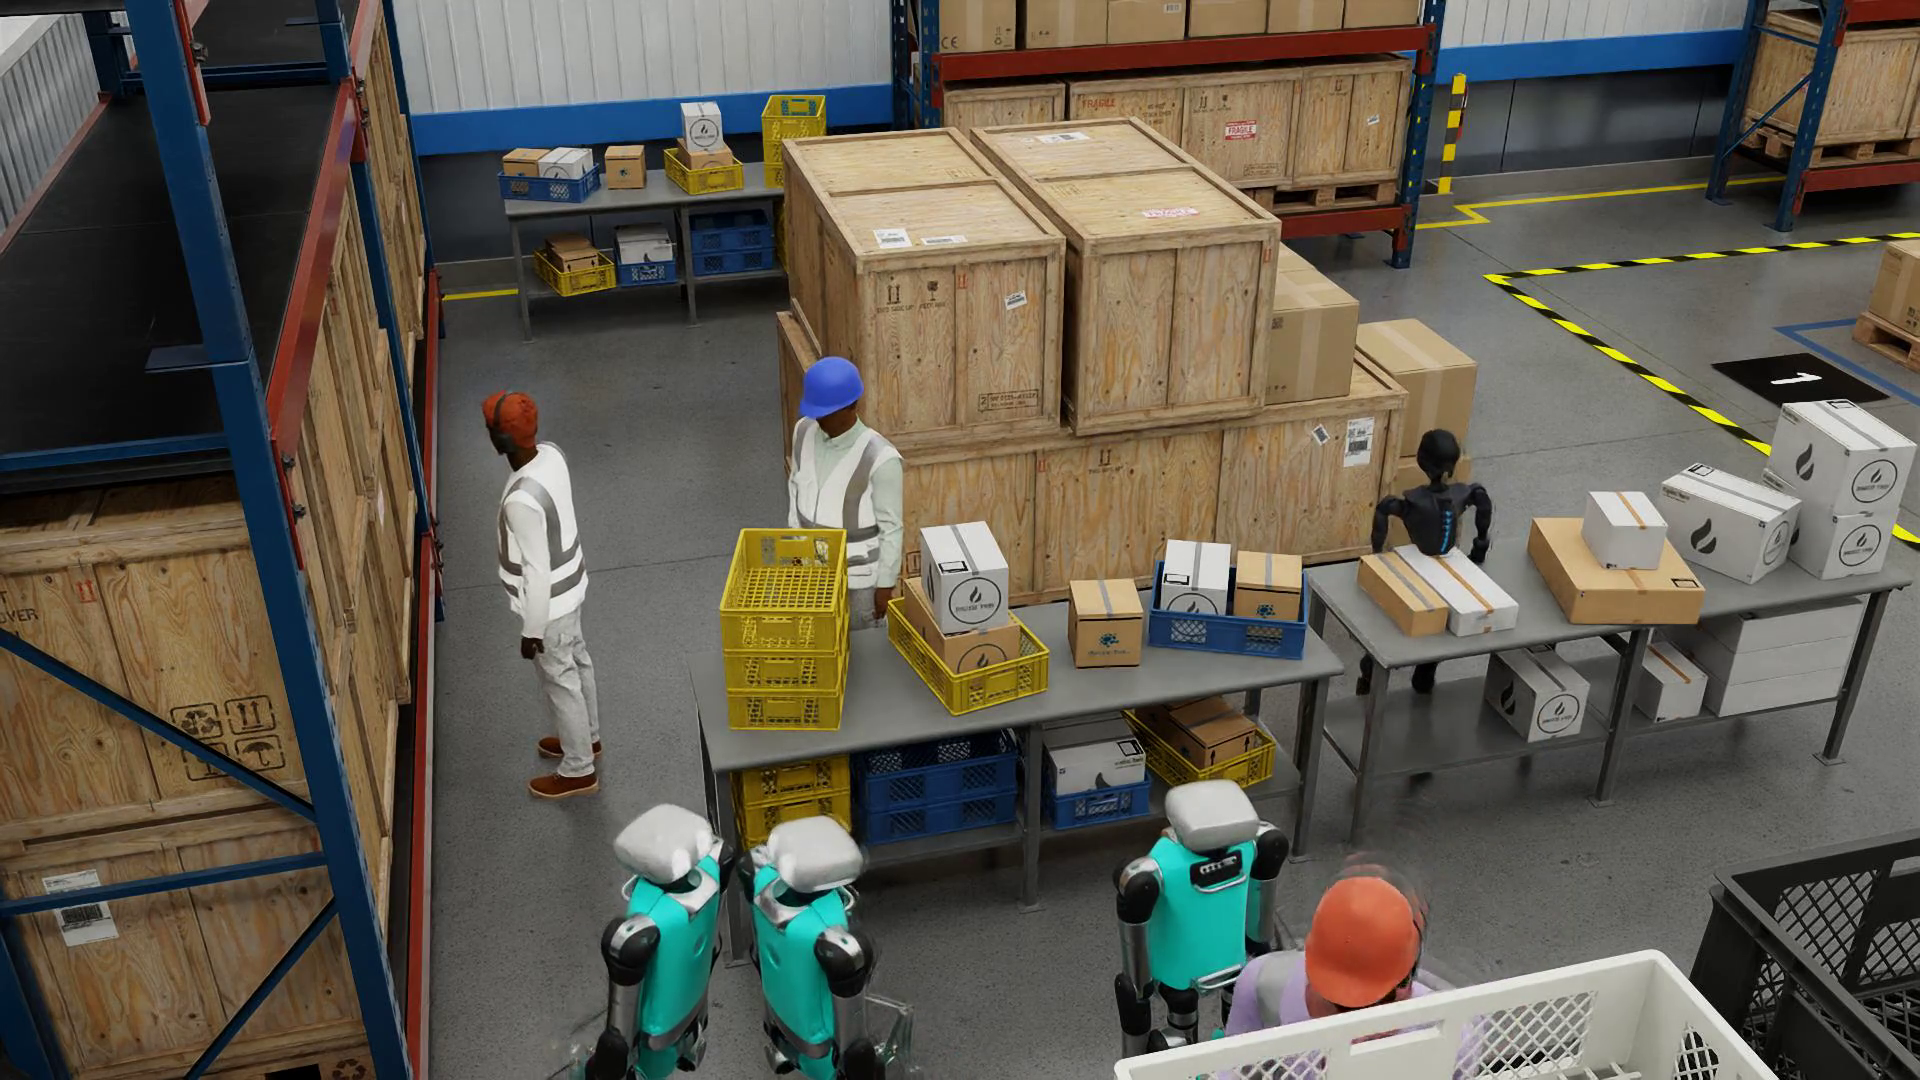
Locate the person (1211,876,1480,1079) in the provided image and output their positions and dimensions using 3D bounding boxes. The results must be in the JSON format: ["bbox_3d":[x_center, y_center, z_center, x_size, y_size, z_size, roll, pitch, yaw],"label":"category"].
[{"bbox_3d":[0.883,1.716,4.214,0.620,1.994,0.989,15,32,25],"label":"person"}]

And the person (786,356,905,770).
[{"bbox_3d":[-0.507,0.097,7.206,0.601,1.943,0.390,21,35,33],"label":"person"}]

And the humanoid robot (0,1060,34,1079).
[{"bbox_3d":[-2.183,1.929,4.140,0.315,1.657,0.599,7,30,13],"label":"humanoid robot"}]

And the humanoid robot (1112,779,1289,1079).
[{"bbox_3d":[0.778,1.532,4.710,0.531,1.689,0.734,-13,31,-22],"label":"humanoid robot"}]

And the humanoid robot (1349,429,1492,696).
[{"bbox_3d":[2.001,0.251,7.198,0.589,1.641,0.384,-6,29,-10],"label":"humanoid robot"}]

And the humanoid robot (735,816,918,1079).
[{"bbox_3d":[-0.253,1.495,4.903,0.722,1.816,0.556,-20,35,-32],"label":"humanoid robot"}]

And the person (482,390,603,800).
[{"bbox_3d":[-1.749,0.243,7.004,0.356,1.881,0.573,0,29,-1],"label":"person"}]

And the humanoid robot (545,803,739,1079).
[{"bbox_3d":[-1.069,1.482,4.915,0.859,1.766,0.565,12,31,21],"label":"humanoid robot"}]
